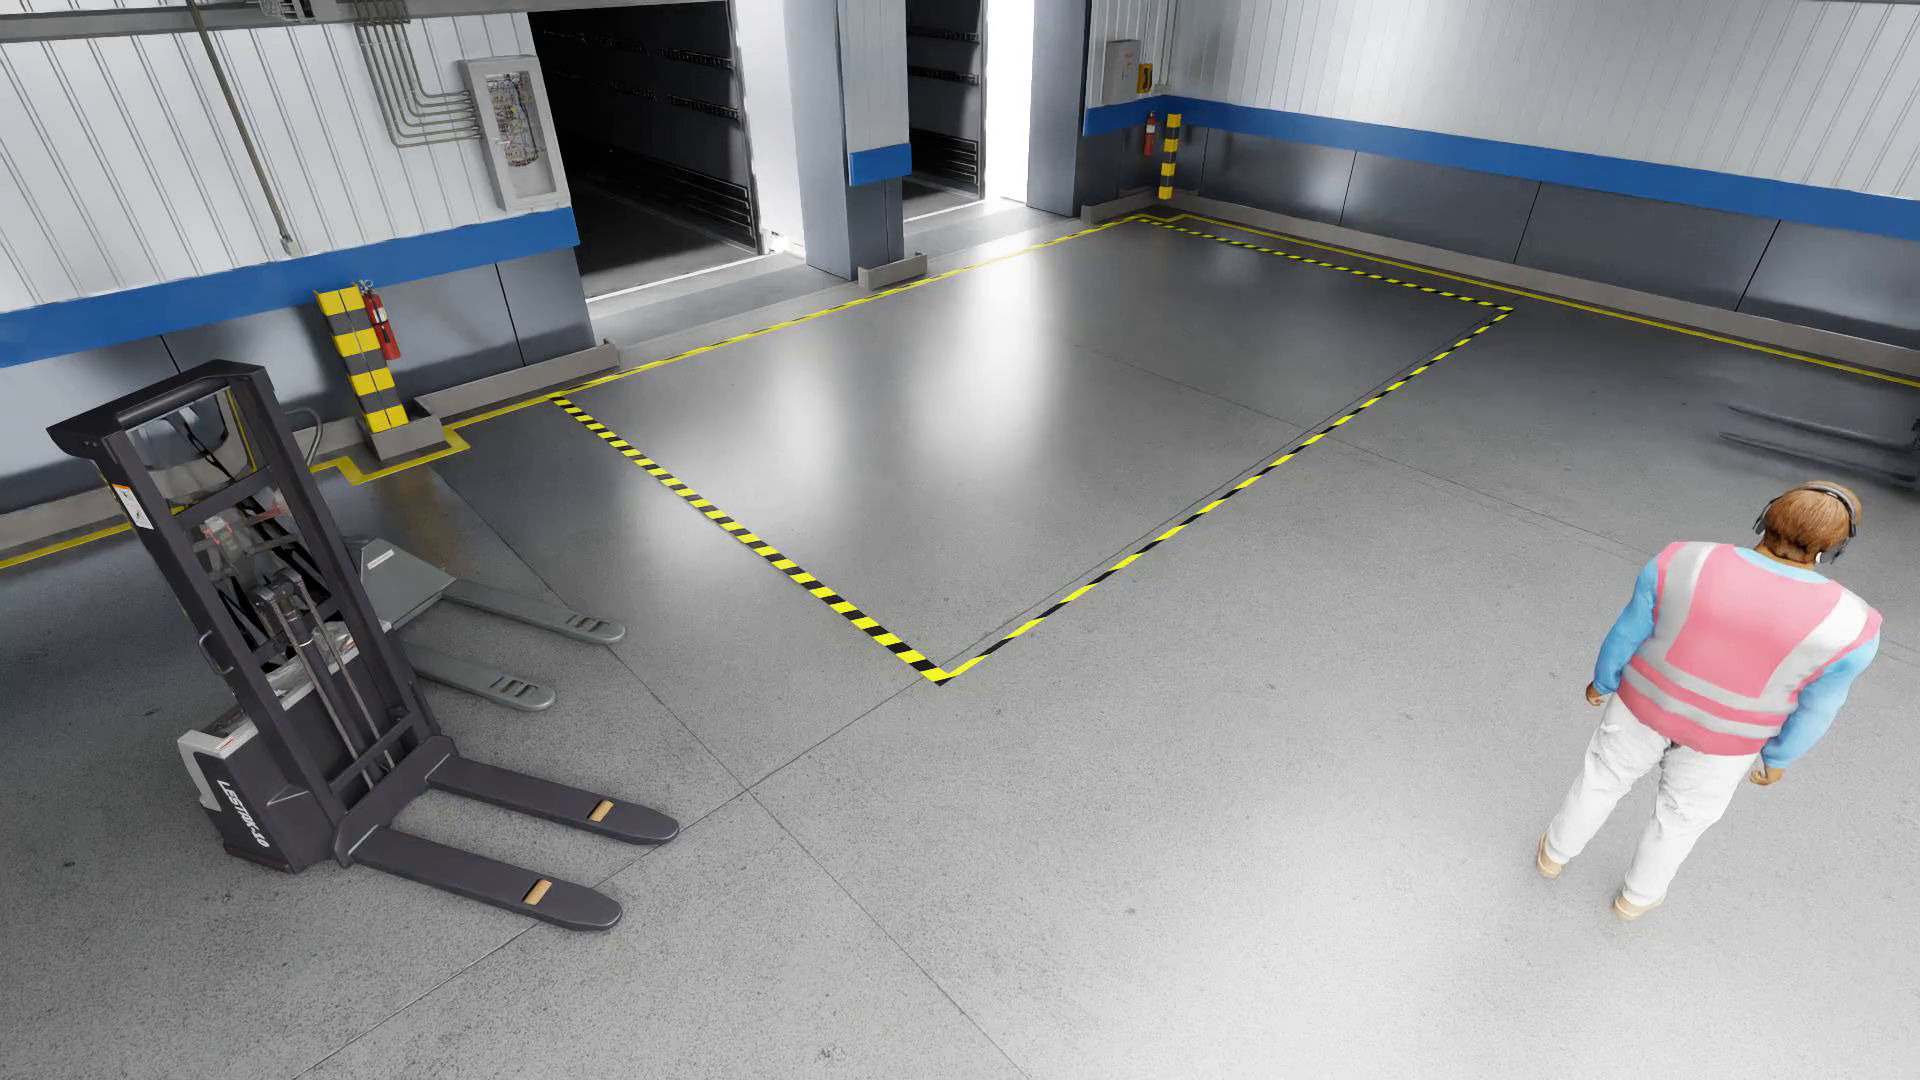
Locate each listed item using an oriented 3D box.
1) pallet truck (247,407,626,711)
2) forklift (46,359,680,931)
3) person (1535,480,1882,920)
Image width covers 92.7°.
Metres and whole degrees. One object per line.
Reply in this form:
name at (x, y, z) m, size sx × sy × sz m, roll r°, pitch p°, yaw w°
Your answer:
pallet truck at (-2.628, 0.038, 4.590) m, size 1.601 × 1.201 × 0.680 m, roll 12°, pitch 36°, yaw 18°
forklift at (-2.135, 0.422, 3.354) m, size 1.885 × 1.965 × 0.823 m, roll 10°, pitch 35°, yaw 14°
person at (2.564, 0.607, 3.219) m, size 0.429 × 1.841 × 0.633 m, roll -28°, pitch 43°, yaw -35°
